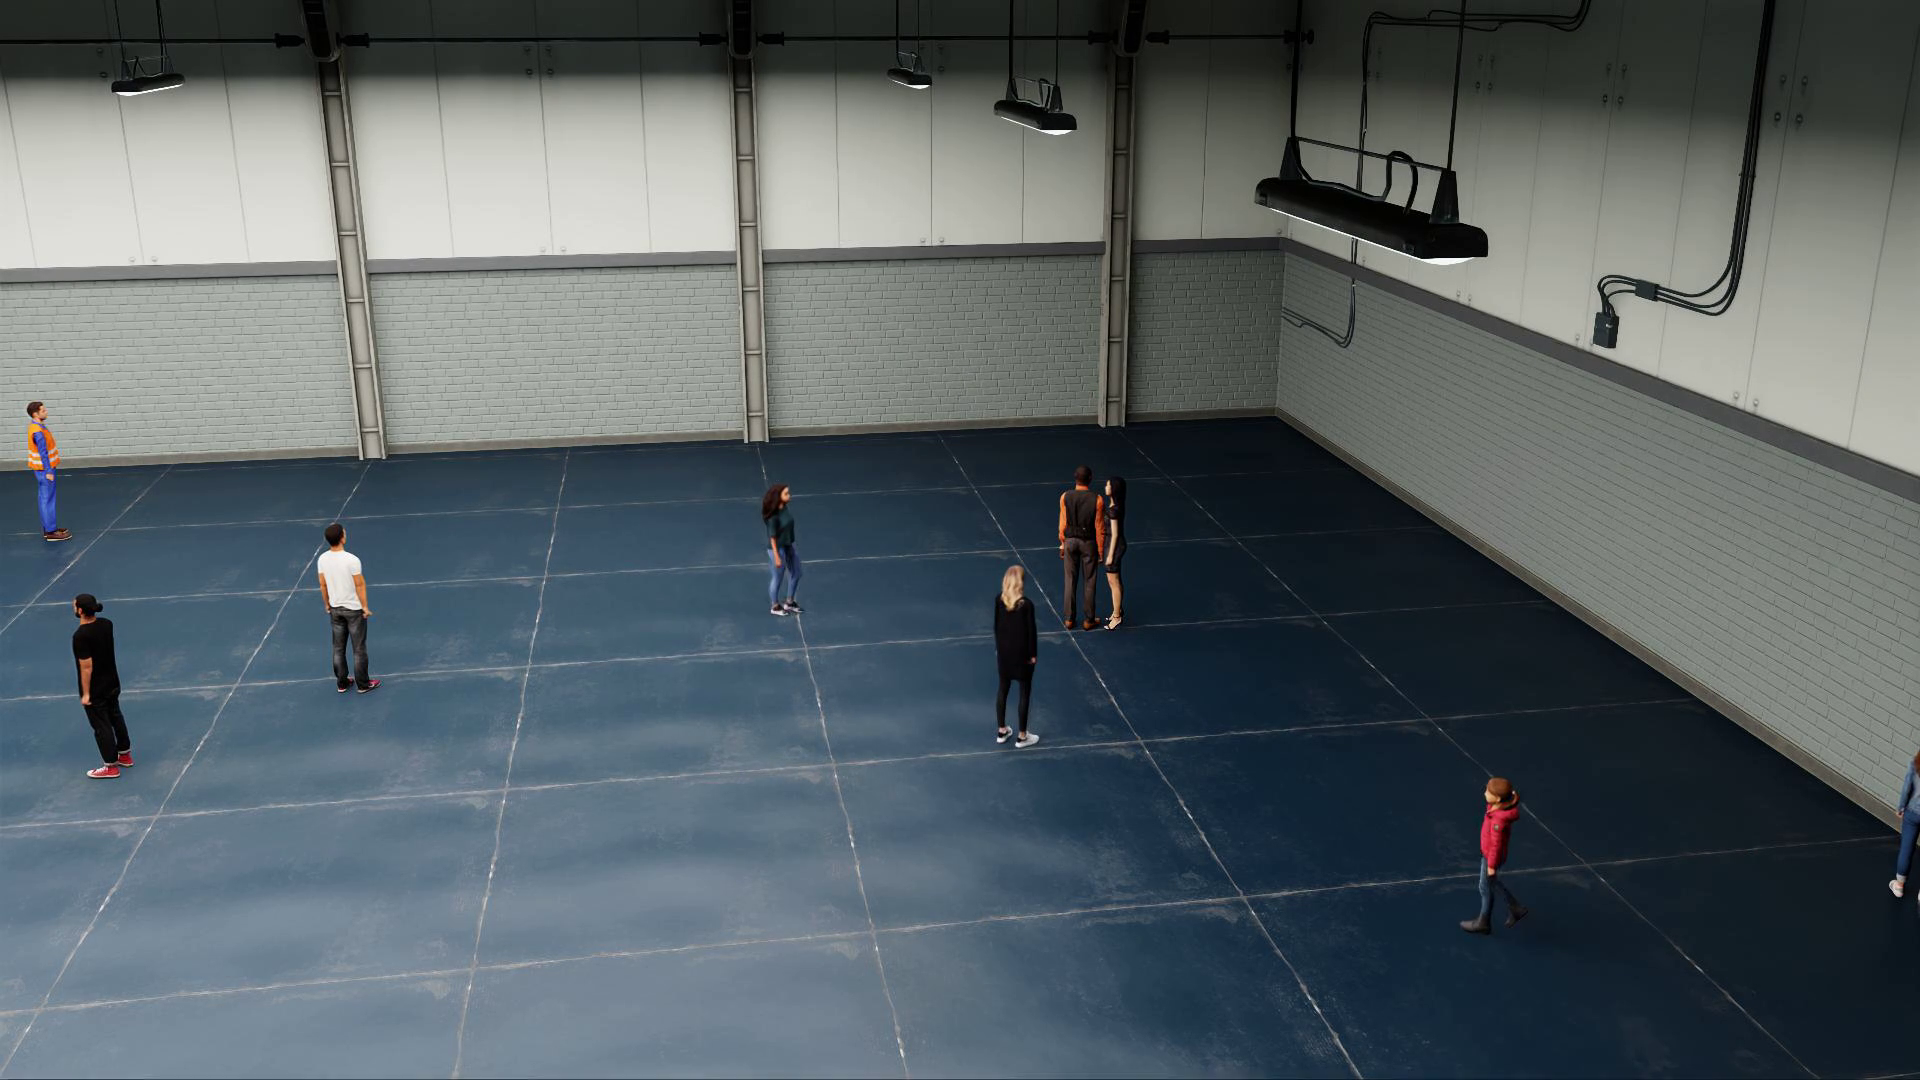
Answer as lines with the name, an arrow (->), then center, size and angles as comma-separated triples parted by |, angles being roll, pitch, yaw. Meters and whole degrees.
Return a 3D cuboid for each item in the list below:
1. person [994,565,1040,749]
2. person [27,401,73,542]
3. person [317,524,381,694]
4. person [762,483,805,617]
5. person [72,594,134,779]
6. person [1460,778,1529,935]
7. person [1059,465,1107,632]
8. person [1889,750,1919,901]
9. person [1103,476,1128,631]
person -> 0.521, 1.102, 15.905 | 0.662, 1.801, 0.721 | 12, 22, 33
person -> -12.132, -0.932, 22.051 | 0.757, 1.862, 0.781 | -12, 21, -32
person -> -6.337, 0.698, 17.143 | 0.611, 1.804, 0.775 | 4, 18, 11
person -> -2.145, 0.109, 19.270 | 0.800, 1.605, 0.747 | 8, 20, 22
person -> -7.915, 1.323, 15.297 | 0.654, 1.758, 0.688 | 2, 18, 5
person -> 4.134, 2.415, 12.670 | 0.805, 1.307, 0.709 | 7, 19, 21
person -> 1.375, 0.078, 18.876 | 0.720, 1.908, 0.853 | 5, 19, 16
person -> 7.662, 2.160, 13.180 | 0.621, 1.477, 0.707 | 9, 20, 26
person -> 1.756, 0.139, 18.880 | 0.611, 1.791, 0.660 | 3, 18, 10
